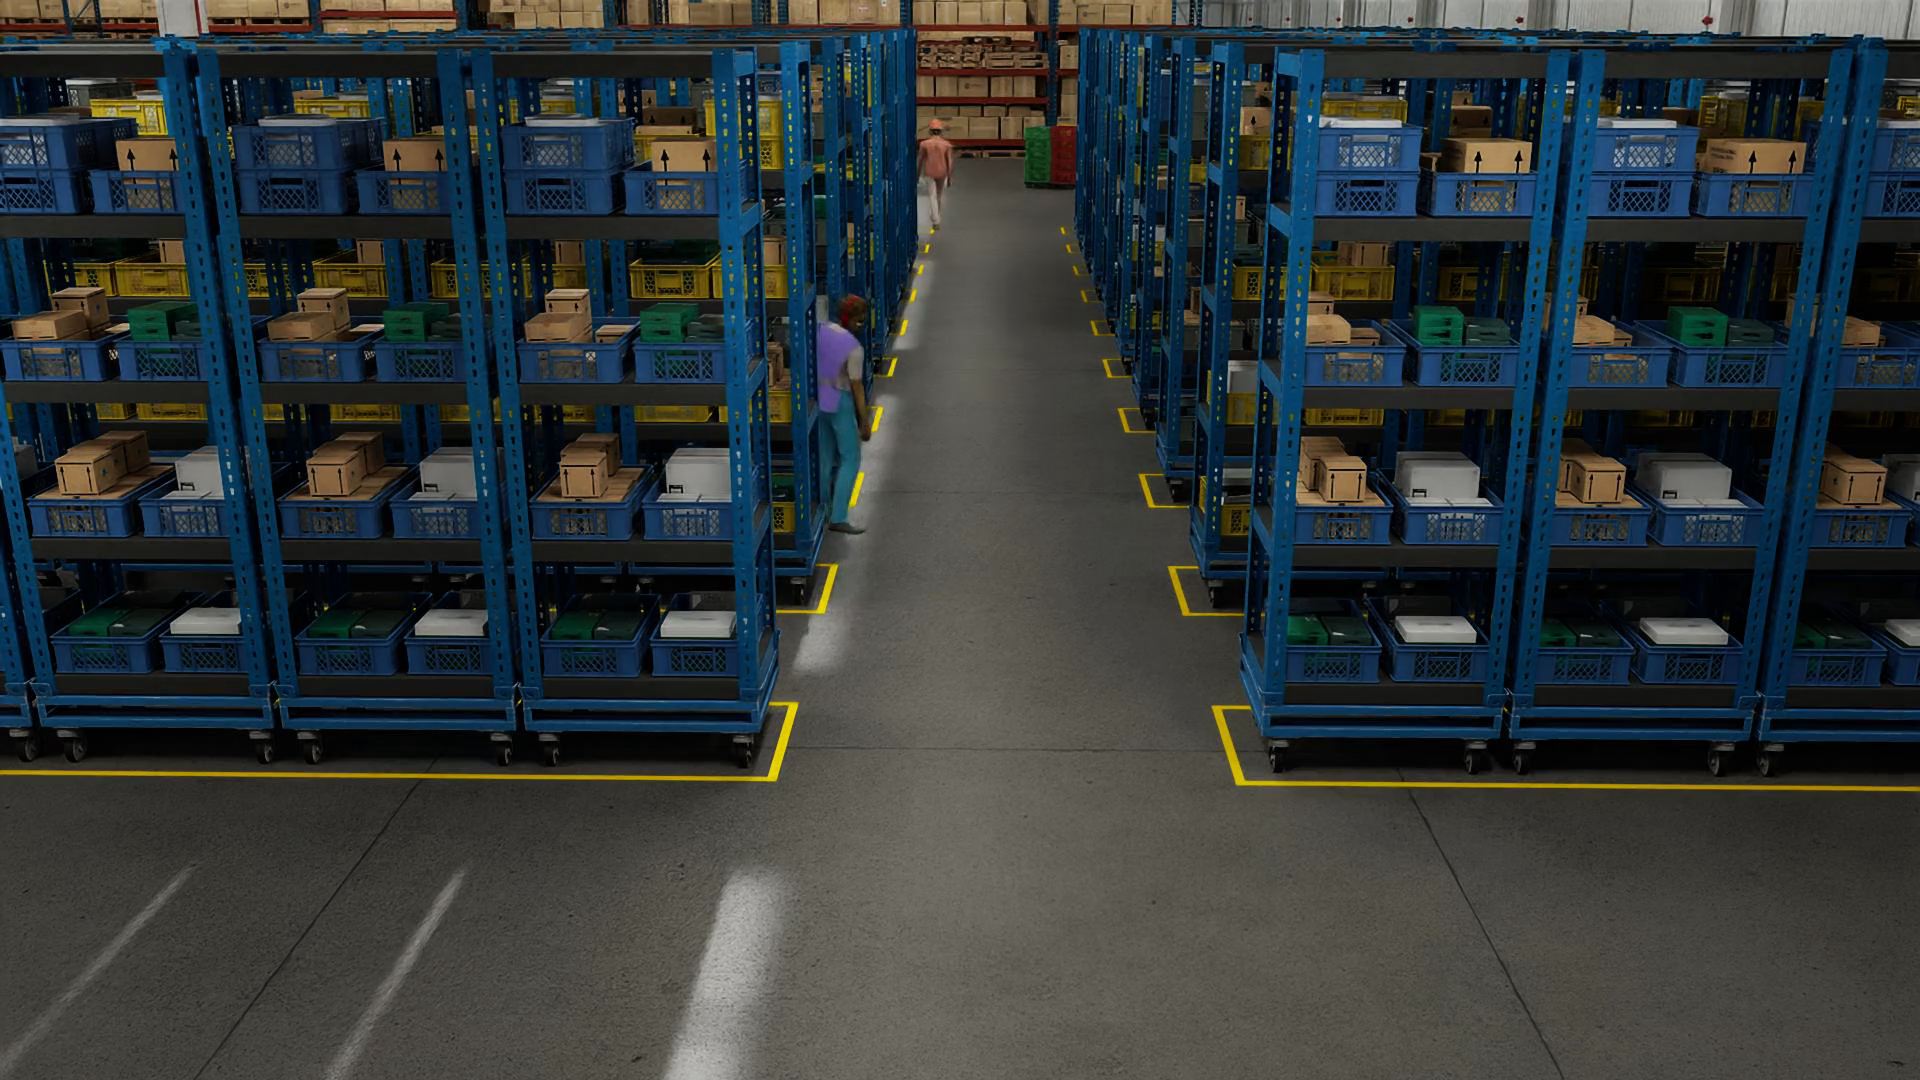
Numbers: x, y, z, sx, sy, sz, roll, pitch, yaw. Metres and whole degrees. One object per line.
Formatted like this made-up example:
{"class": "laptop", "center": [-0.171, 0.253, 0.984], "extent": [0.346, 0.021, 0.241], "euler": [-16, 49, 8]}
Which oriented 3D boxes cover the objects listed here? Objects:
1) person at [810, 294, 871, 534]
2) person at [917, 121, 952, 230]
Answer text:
{"class": "person", "center": [-0.955, -0.961, 12.479], "extent": [0.395, 1.806, 0.721], "euler": [-13, 21, -35]}
{"class": "person", "center": [-0.467, -6.700, 30.553], "extent": [0.625, 1.944, 1.045], "euler": [-6, 18, -18]}
